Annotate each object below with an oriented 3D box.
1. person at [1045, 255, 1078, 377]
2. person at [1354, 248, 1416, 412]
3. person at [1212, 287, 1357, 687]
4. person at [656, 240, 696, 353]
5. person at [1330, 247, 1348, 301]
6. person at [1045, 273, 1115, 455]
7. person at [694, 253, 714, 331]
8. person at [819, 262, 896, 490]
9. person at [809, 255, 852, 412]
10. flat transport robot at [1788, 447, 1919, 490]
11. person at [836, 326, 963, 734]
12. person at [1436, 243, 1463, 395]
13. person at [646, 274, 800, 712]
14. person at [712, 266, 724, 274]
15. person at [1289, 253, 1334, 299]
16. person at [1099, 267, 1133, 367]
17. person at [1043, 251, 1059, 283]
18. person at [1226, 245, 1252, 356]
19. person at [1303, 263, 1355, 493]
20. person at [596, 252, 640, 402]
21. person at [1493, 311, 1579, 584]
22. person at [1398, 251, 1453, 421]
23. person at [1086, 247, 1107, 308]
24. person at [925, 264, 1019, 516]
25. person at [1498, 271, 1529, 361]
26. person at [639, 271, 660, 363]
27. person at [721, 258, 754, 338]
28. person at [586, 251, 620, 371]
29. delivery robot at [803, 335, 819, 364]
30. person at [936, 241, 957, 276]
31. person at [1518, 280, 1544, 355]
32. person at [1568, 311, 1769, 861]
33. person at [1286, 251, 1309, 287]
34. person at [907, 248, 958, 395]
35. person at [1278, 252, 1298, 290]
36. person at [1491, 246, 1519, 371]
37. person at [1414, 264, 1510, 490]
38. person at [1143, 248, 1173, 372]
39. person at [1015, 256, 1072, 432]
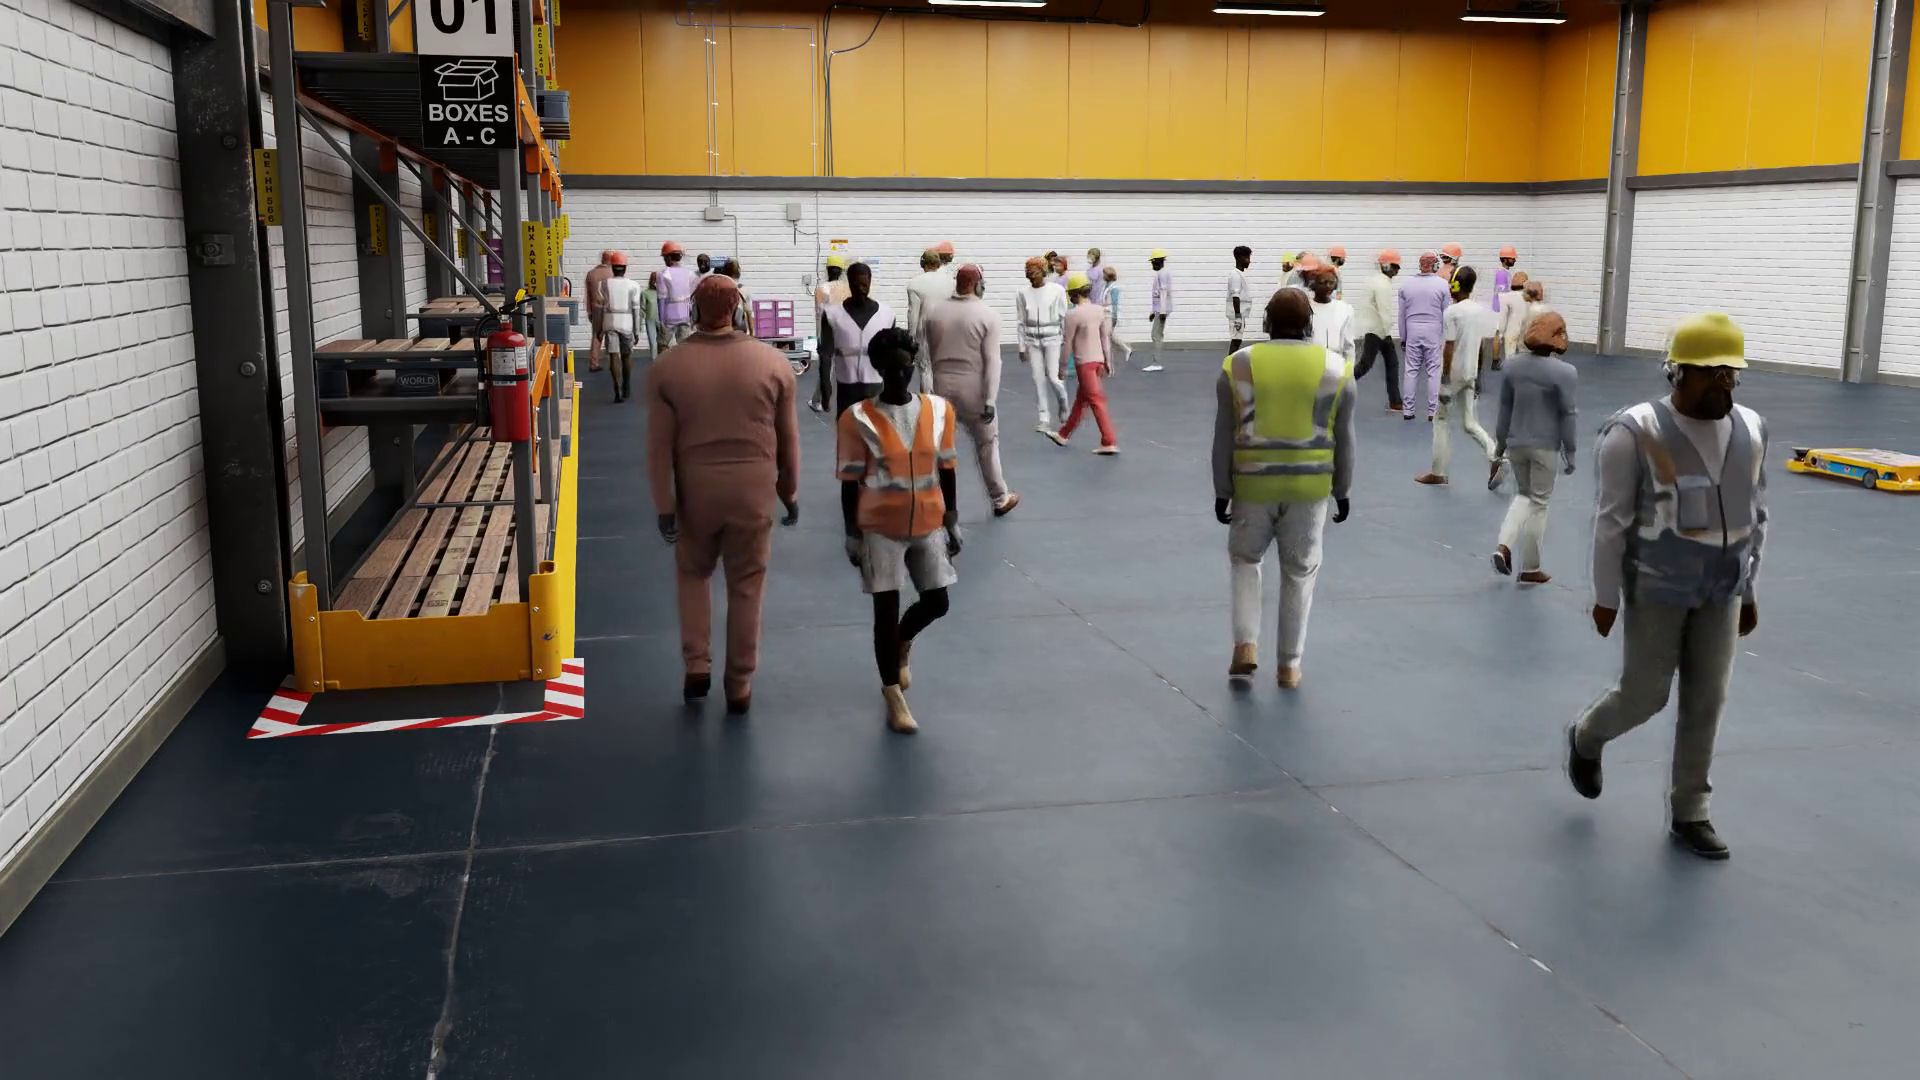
[{"bbox_3d":[1.448,-3.315,24.733,0.762,1.807,0.555,-5,11,-25],"label":"person"},{"bbox_3d":[4.878,-2.475,19.712,0.997,1.953,0.640,4,11,20],"label":"person"},{"bbox_3d":[1.468,-0.227,7.562,0.640,1.829,0.438,2,10,11],"label":"person"},{"bbox_3d":[-3.761,-2.925,21.965,0.626,2.028,0.433,-9,13,-40],"label":"person"},{"bbox_3d":[6.386,-3.975,28.059,0.608,1.917,0.581,0,10,1],"label":"person"},{"bbox_3d":[1.151,-1.685,15.926,0.925,1.711,0.532,8,13,39],"label":"person"},{"bbox_3d":[-4.051,-3.680,26.687,0.646,1.826,0.455,3,11,14],"label":"person"},{"bbox_3d":[-0.795,-1.211,12.875,0.601,1.884,0.960,-2,10,-11],"label":"person"},{"bbox_3d":[-1.451,-2.393,19.475,0.602,1.863,1.039,-7,12,-34],"label":"person"},{"bbox_3d":[7.717,-0.608,13.980,0.652,0.197,1.431,-2,10,-9],"label":"flat transport robot"},{"bbox_3d":[-0.276,-0.061,7.014,0.545,1.682,0.564,-5,11,-24],"label":"person"},{"bbox_3d":[6.407,-2.900,21.902,0.394,1.994,0.612,-7,12,-33],"label":"person"},{"bbox_3d":[-1.009,-0.196,7.208,0.646,1.891,0.446,-1,10,-7],"label":"person"},{"bbox_3d":[-3.257,-2.896,22.740,0.544,1.684,0.358,-8,13,-39],"label":"person"},{"bbox_3d":[3.858,-2.231,18.477,0.552,1.911,0.942,3,11,16],"label":"person"},{"bbox_3d":[2.476,-3.572,26.689,0.635,1.617,0.511,-2,10,-13],"label":"person"},{"bbox_3d":[1.378,-3.460,25.356,0.533,1.868,0.310,-10,14,-43],"label":"person"},{"bbox_3d":[3.924,-3.156,23.397,0.367,1.966,0.605,2,10,11],"label":"person"},{"bbox_3d":[2.945,-1.351,13.720,0.584,1.858,0.859,-2,10,-11],"label":"person"},{"bbox_3d":[-4.329,-2.699,21.093,0.561,1.897,0.972,-2,10,-12],"label":"person"},{"bbox_3d":[3.409,-0.537,9.821,0.356,1.620,0.529,-7,12,-33],"label":"person"},{"bbox_3d":[5.275,-2.297,18.810,0.641,1.908,0.407,7,12,35],"label":"person"},{"bbox_3d":[2.247,-3.926,27.799,0.484,1.918,0.639,-6,12,-29],"label":"person"},{"bbox_3d":[0.062,-1.050,12.028,0.657,1.858,0.993,6,12,28],"label":"person"},{"bbox_3d":[7.238,-2.661,21.582,0.502,1.631,0.285,1,10,6],"label":"person"},{"bbox_3d":[-4.567,-3.260,25.012,0.510,1.589,0.832,-3,11,-17],"label":"person"},{"bbox_3d":[-2.668,-2.365,19.391,0.547,1.828,0.400,-1,10,-6],"label":"person"},{"bbox_3d":[-5.460,-3.525,25.746,0.656,1.876,0.429,4,11,20],"label":"person"},{"bbox_3d":[-2.313,-2.944,25.878,0.707,0.478,0.477,-5,11,-27],"label":"delivery robot"},{"bbox_3d":[-0.369,-3.890,27.355,0.832,2.015,0.622,0,10,-1],"label":"person"},{"bbox_3d":[6.234,-1.983,17.877,0.695,1.612,0.528,3,11,17],"label":"person"},{"bbox_3d":[2.395,0.129,5.633,0.605,1.816,0.611,-2,10,-11],"label":"person"},{"bbox_3d":[4.366,-2.741,21.312,1.004,1.883,0.655,-8,13,-39],"label":"person"},{"bbox_3d":[-0.322,-2.324,18.863,0.627,1.941,0.371,-5,11,-25],"label":"person"},{"bbox_3d":[5.987,-4.290,30.097,0.509,1.817,0.610,-4,11,-22],"label":"person"},{"bbox_3d":[8.514,-3.615,26.022,0.359,1.939,0.543,3,11,18],"label":"person"},{"bbox_3d":[4.137,-1.326,13.614,0.525,1.844,0.823,-7,12,-33],"label":"person"},{"bbox_3d":[3.102,-3.580,25.907,0.427,1.910,0.599,1,10,7],"label":"person"},{"bbox_3d":[0.913,-2.087,17.771,0.634,1.862,0.587,4,11,23],"label":"person"}]
